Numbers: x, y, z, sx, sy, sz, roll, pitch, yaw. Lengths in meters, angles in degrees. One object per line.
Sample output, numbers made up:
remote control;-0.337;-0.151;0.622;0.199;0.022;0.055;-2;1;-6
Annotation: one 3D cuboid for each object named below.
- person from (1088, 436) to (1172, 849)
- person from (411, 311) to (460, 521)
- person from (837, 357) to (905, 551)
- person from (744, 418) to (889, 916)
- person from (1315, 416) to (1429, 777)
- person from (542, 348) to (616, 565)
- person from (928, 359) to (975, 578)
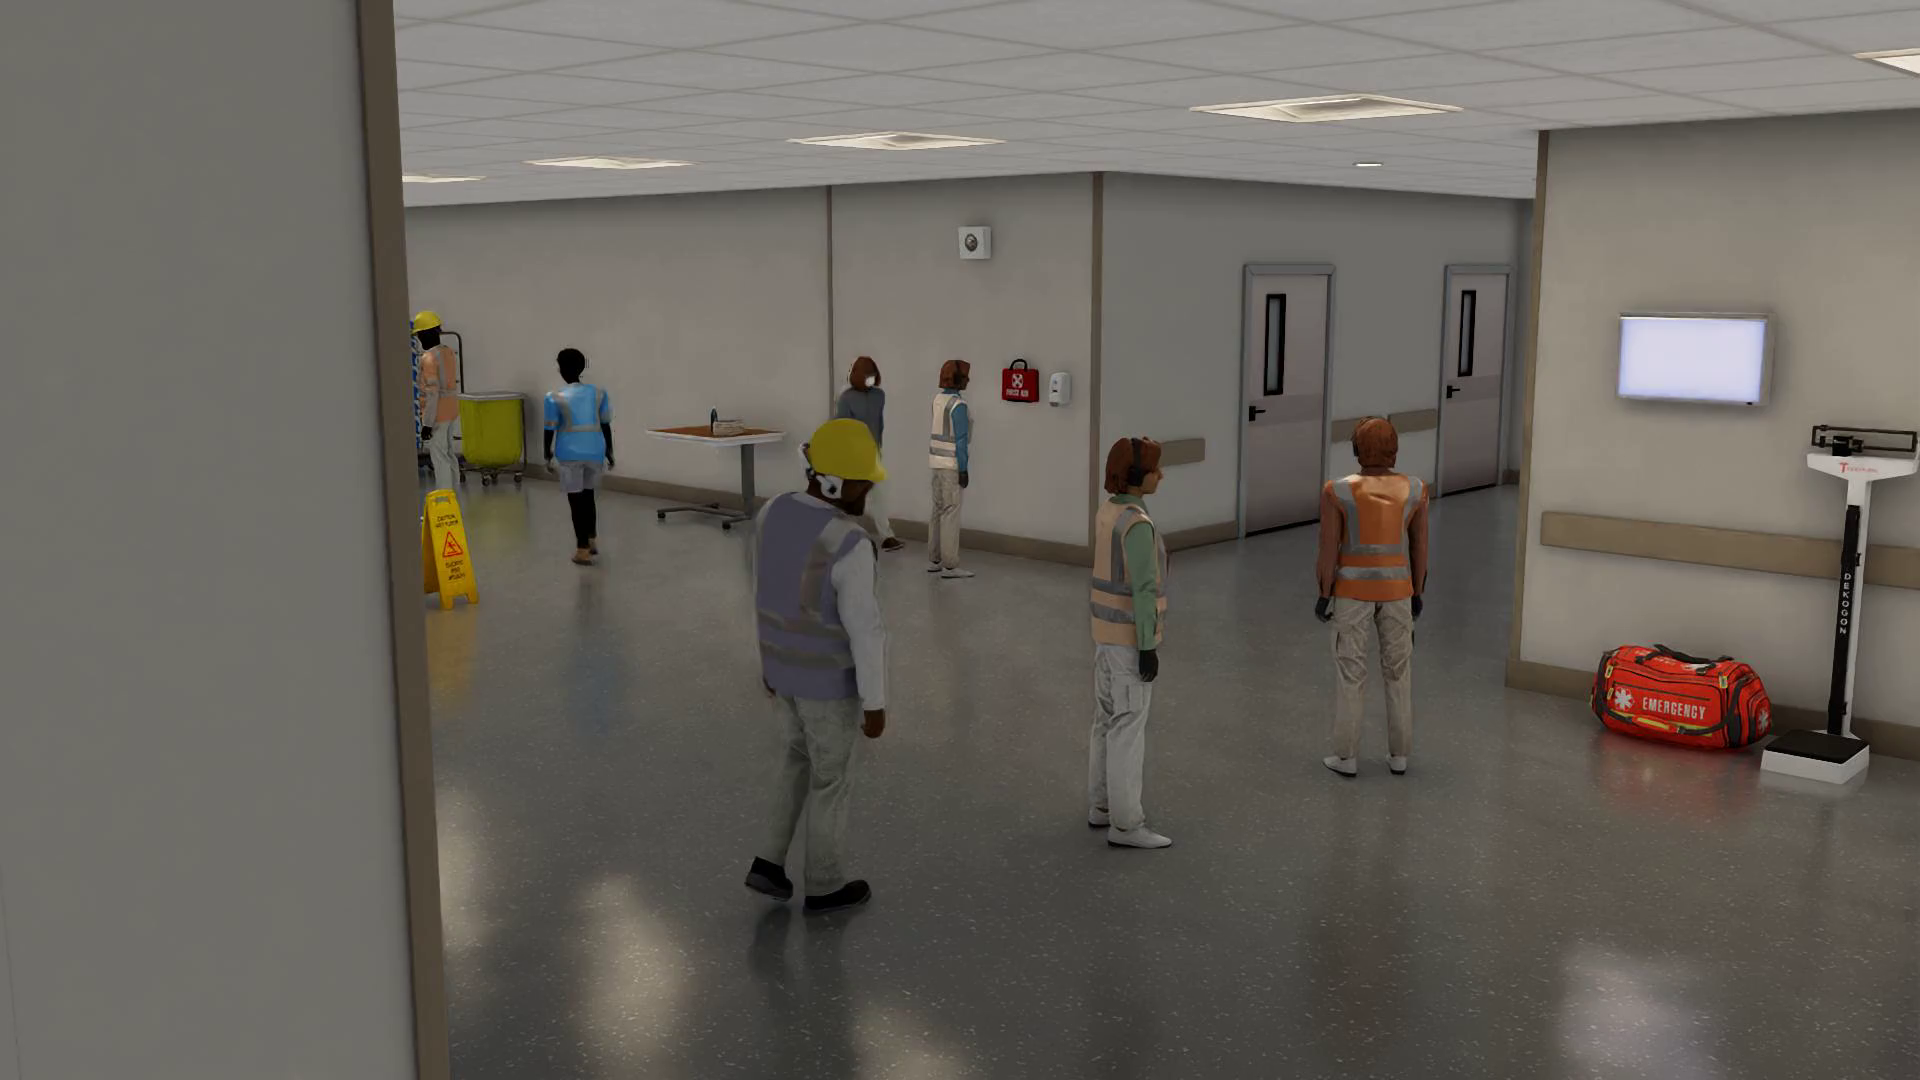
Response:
person;0.673;0.404;6.663;0.307;1.639;0.525;-2;9;-12
person;-4.782;-1.126;15.189;0.374;1.919;0.585;0;9;1
person;-0.770;-0.685;13.472;0.510;1.582;0.834;-8;12;-39
person;-0.497;0.469;5.802;0.451;1.805;0.637;-8;12;-41
person;1.860;0.261;7.535;0.516;1.640;0.314;-1;9;-4
person;-3.009;-0.658;13.015;0.561;1.675;0.570;-7;12;-37
person;-0.070;-0.534;12.451;0.318;1.630;0.512;-4;10;-22
